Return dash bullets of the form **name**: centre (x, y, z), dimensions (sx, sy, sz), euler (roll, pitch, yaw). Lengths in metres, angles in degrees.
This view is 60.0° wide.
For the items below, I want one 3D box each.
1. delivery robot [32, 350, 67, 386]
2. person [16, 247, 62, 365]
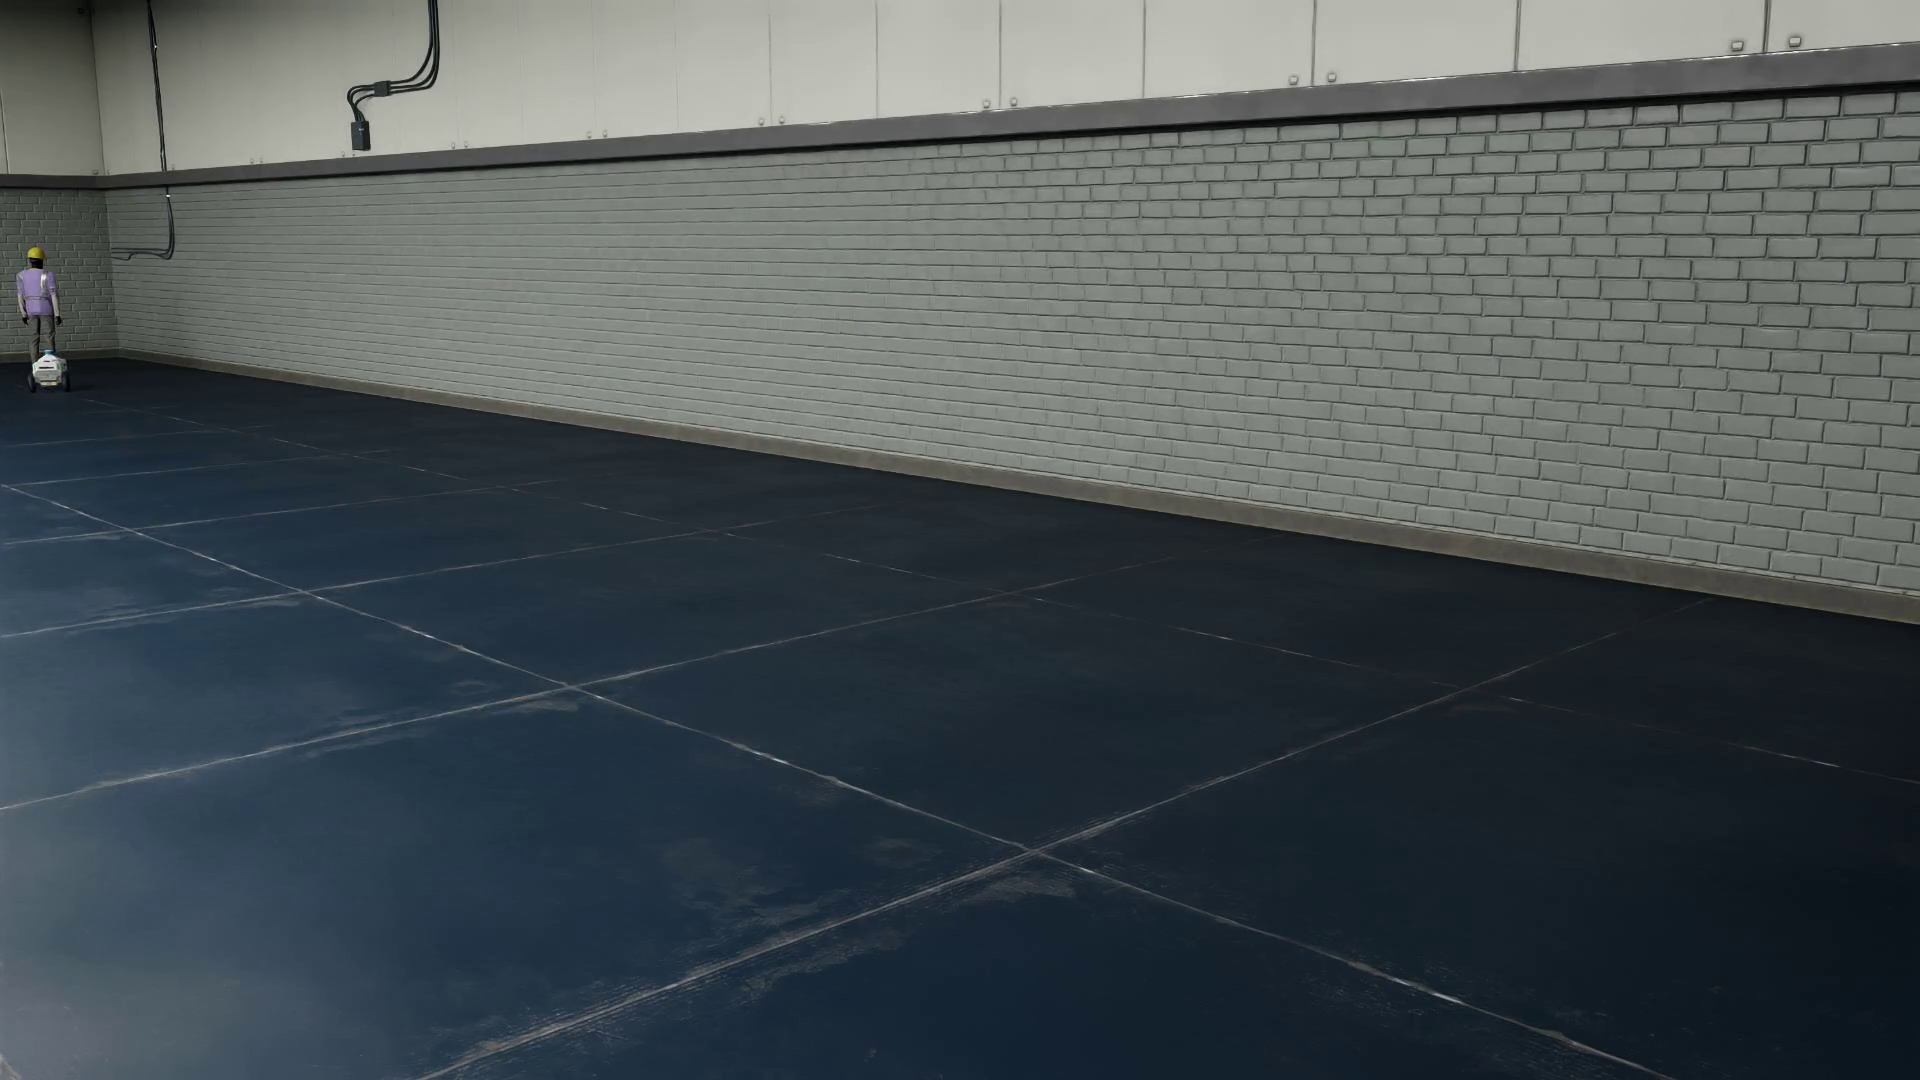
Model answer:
- **delivery robot**: centre (-12.470, -2.356, 22.789), dimensions (0.477, 0.478, 0.707), euler (-4, 11, -21)
- **person**: centre (-13.908, -3.453, 25.166), dimensions (0.594, 1.926, 0.366), euler (0, 10, -2)
